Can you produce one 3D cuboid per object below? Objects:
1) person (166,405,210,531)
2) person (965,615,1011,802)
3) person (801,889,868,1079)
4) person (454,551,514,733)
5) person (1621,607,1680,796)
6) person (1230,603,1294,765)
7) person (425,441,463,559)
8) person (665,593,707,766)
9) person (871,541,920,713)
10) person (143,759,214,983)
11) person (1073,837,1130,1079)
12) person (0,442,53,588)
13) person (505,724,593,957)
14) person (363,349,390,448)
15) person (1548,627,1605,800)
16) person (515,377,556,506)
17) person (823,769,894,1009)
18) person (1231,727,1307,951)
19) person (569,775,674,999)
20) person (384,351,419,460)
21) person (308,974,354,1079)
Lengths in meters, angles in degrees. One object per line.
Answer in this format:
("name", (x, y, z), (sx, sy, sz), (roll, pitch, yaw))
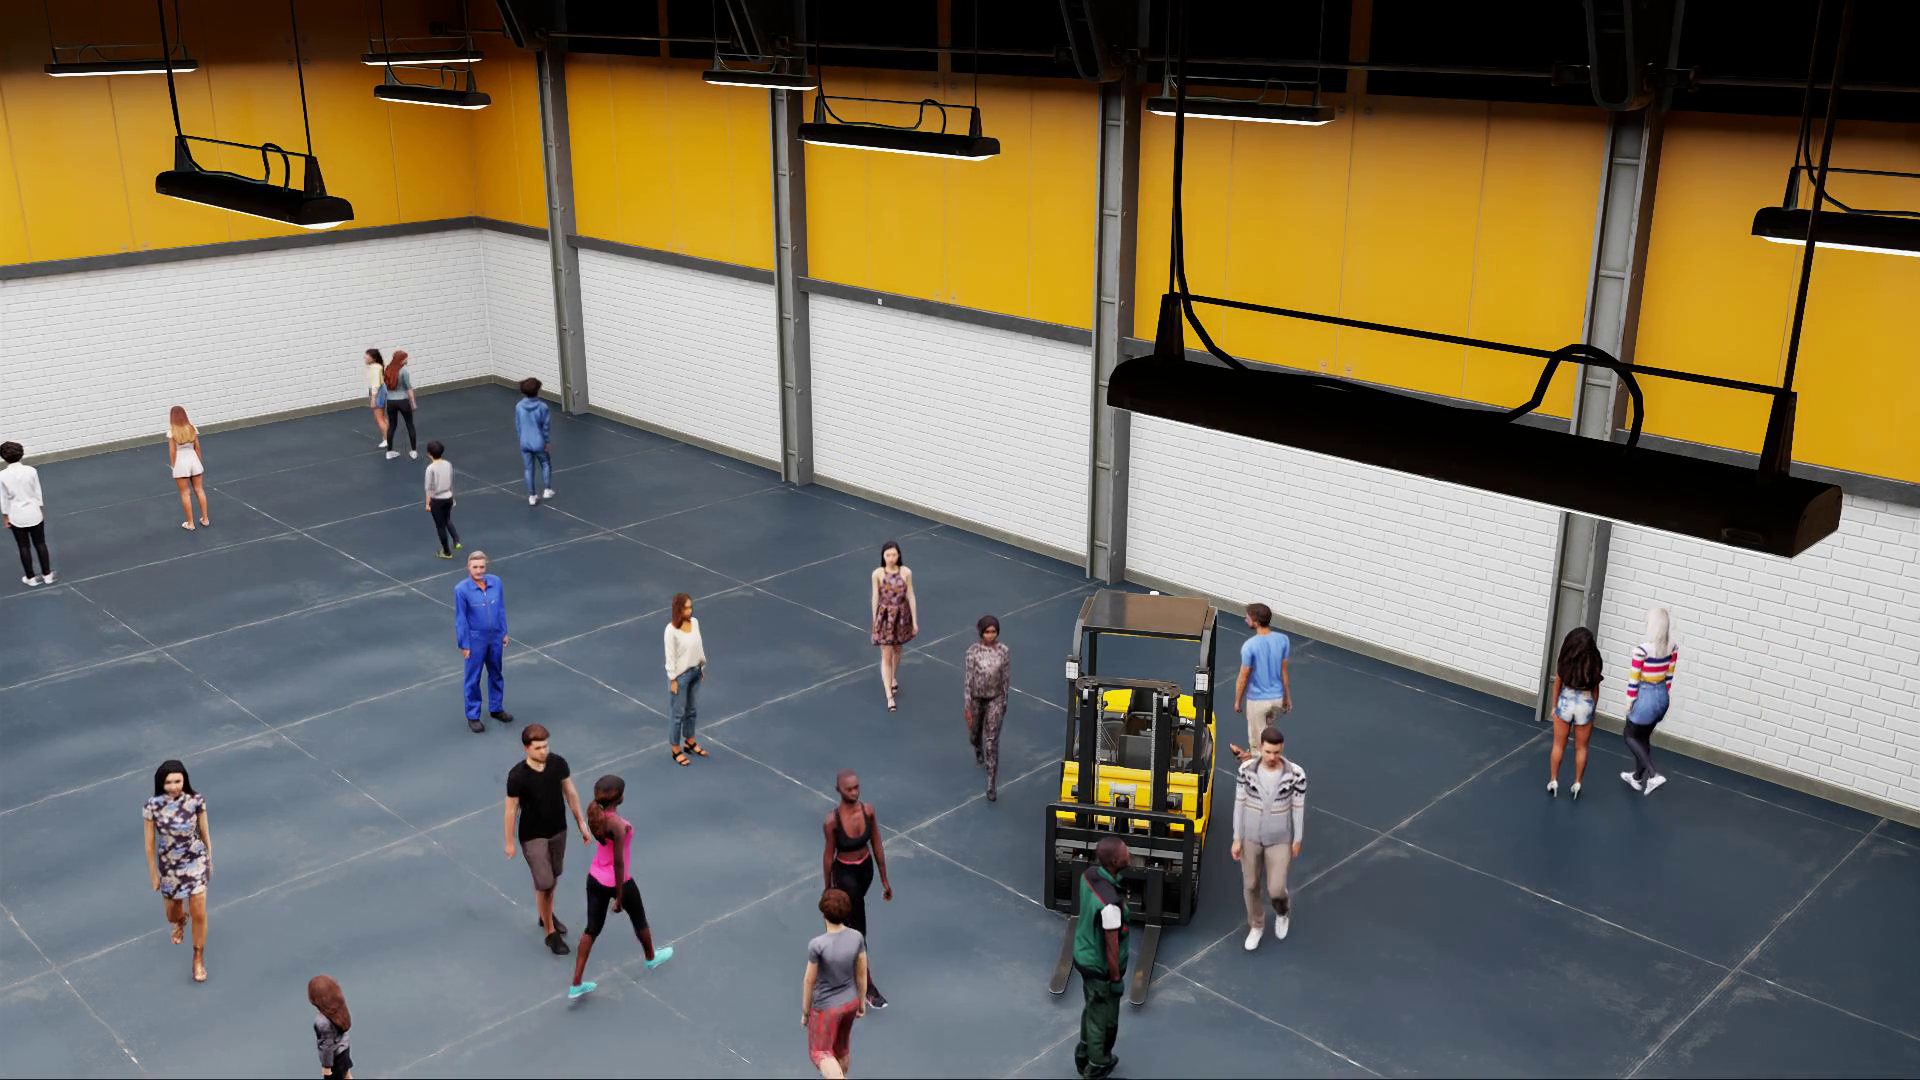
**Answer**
("person", (-10.477, -0.995, 22.523), (0.531, 1.695, 0.562), (17, 25, 41))
("person", (0.223, 1.479, 15.187), (1.030, 1.688, 1.101), (-1, 19, -2))
("person", (-0.775, 3.039, 10.643), (0.745, 1.633, 1.008), (-10, 21, -28))
("person", (-4.741, 0.969, 16.487), (0.543, 1.826, 0.713), (16, 25, 40))
("person", (6.264, 1.490, 14.990), (0.899, 1.794, 1.015), (-5, 19, -14))
("person", (2.775, 1.498, 14.931), (0.953, 1.816, 1.268), (-7, 20, -21))
("person", (-6.596, -0.501, 21.296), (0.644, 1.542, 0.623), (10, 21, 27))
("person", (-2.617, 1.286, 15.772), (0.616, 1.680, 0.671), (11, 22, 30))
("person", (-0.683, 0.833, 17.039), (1.041, 1.730, 1.205), (-4, 19, -10))
("person", (-5.785, 2.405, 12.396), (0.790, 1.715, 0.985), (-8, 20, -23))
("person", (0.937, 2.803, 11.027), (0.837, 1.834, 0.739), (-3, 19, -9))
("person", (-11.452, -0.326, 20.368), (0.651, 1.803, 0.625), (-13, 23, -35))
("person", (-3.249, 2.212, 12.779), (0.845, 1.837, 0.713), (15, 24, 38))
("person", (-9.269, -2.303, 26.550), (0.870, 1.605, 0.682), (-2, 19, -5))
("person", (5.558, 1.565, 15.038), (0.632, 1.621, 0.718), (6, 19, 17))
("person", (-6.048, -1.368, 23.487), (0.881, 1.787, 0.941), (0, 19, 0))
("person", (-0.827, 2.463, 12.229), (0.693, 1.711, 1.224), (-13, 23, -35))
("person", (2.352, 2.232, 12.725), (0.775, 1.833, 0.857), (7, 20, 19))
("person", (-2.616, 2.533, 12.066), (1.074, 1.682, 0.679), (16, 24, 39))
("person", (-8.626, -2.063, 25.675), (0.699, 1.707, 0.802), (2, 19, 7))
("person", (-4.040, 3.284, 10.739), (0.597, 1.107, 0.520), (-2, 19, -6))
